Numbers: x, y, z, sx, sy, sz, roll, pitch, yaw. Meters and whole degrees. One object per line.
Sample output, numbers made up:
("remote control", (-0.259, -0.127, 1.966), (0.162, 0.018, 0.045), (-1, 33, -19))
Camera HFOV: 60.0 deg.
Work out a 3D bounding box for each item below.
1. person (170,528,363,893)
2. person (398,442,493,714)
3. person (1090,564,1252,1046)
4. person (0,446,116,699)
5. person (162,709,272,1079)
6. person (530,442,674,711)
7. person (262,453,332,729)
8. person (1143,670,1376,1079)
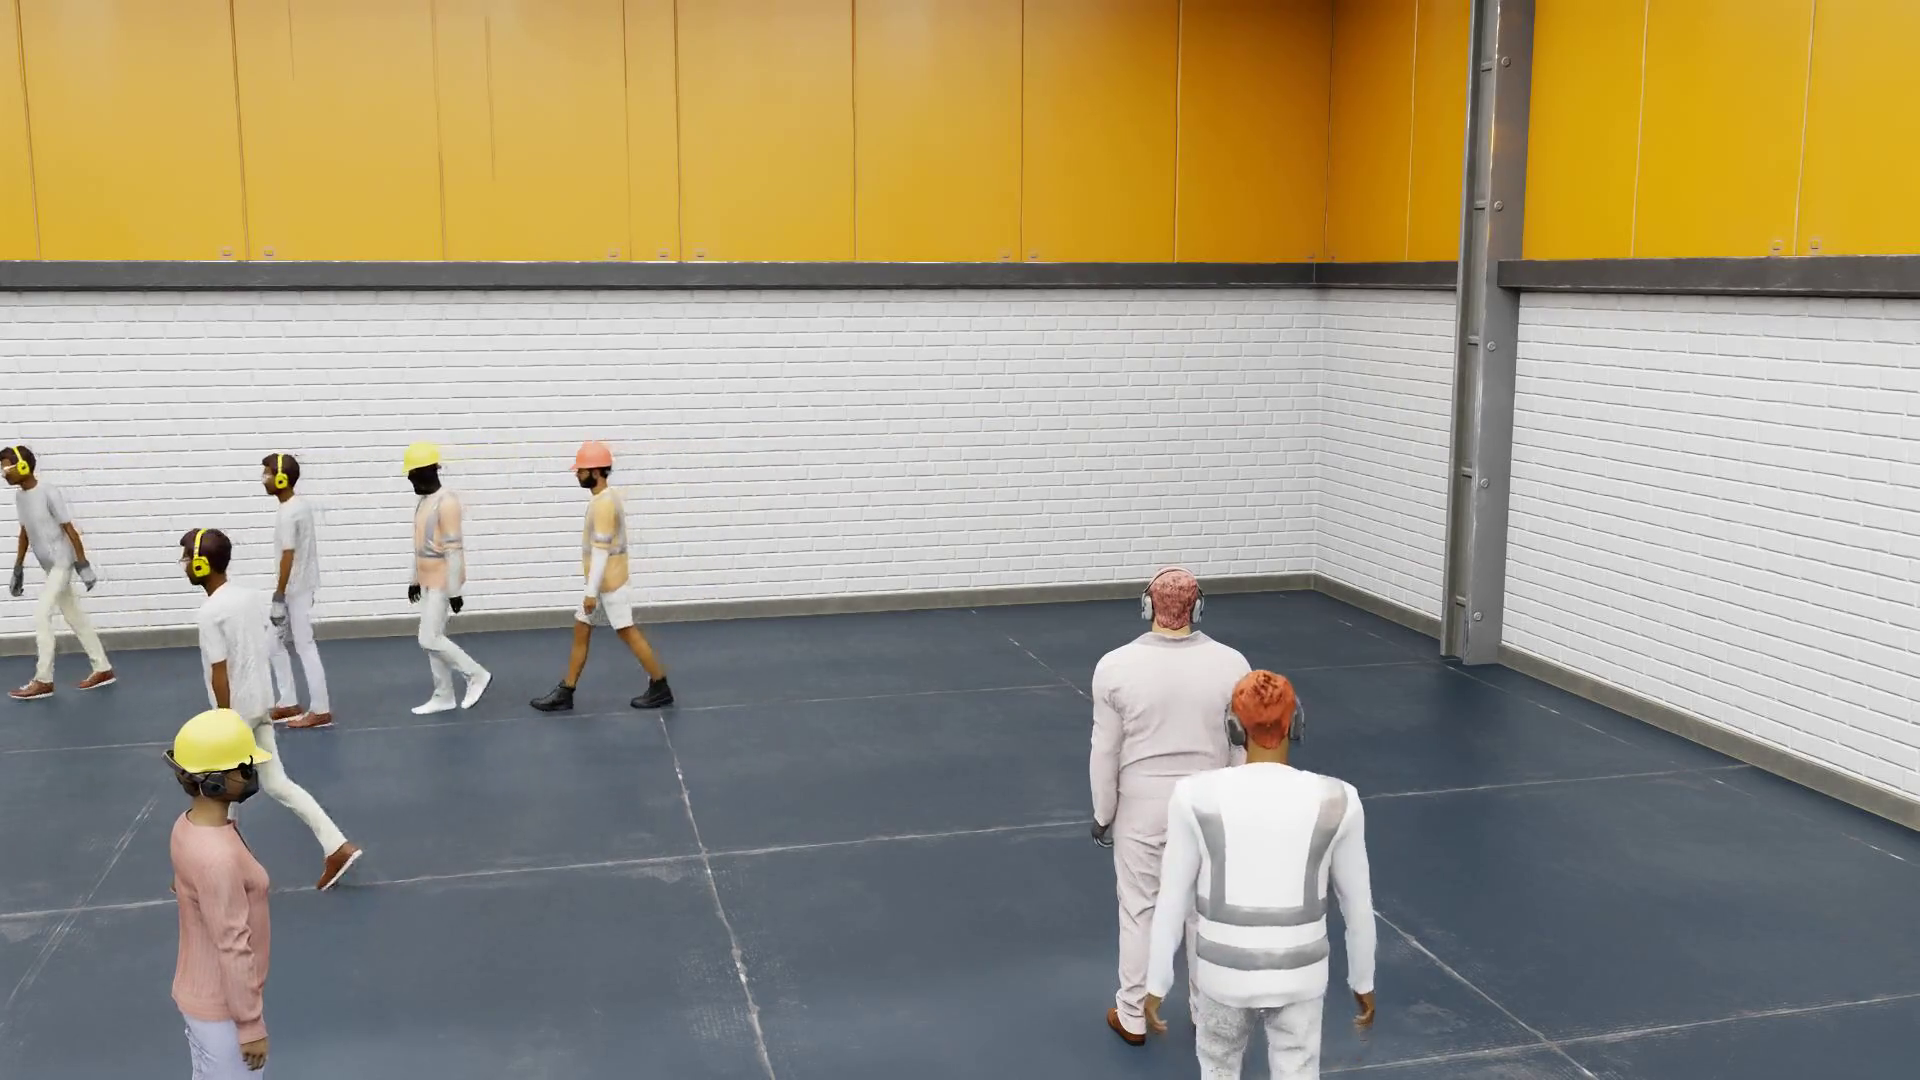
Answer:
("person", (-3.400, 0.841, 8.054), (0.891, 1.833, 0.507), (1, 9, 7))
("person", (-3.572, 0.269, 11.400), (0.461, 1.897, 0.588), (-6, 11, -32))
("person", (0.820, 1.042, 6.540), (0.643, 1.908, 0.408), (-1, 9, -4))
("person", (-6.560, 0.222, 11.950), (0.530, 1.803, 0.854), (7, 12, 38))
("person", (-2.164, 1.367, 4.946), (0.308, 1.769, 0.525), (-6, 11, -34))
("person", (-2.455, 0.263, 11.474), (0.986, 1.889, 0.561), (-2, 9, -15))
("person", (-4.506, 0.353, 10.990), (0.641, 1.852, 0.554), (-3, 9, -16))
("person", (0.903, 1.312, 4.989), (0.681, 1.855, 0.587), (1, 9, 5))
